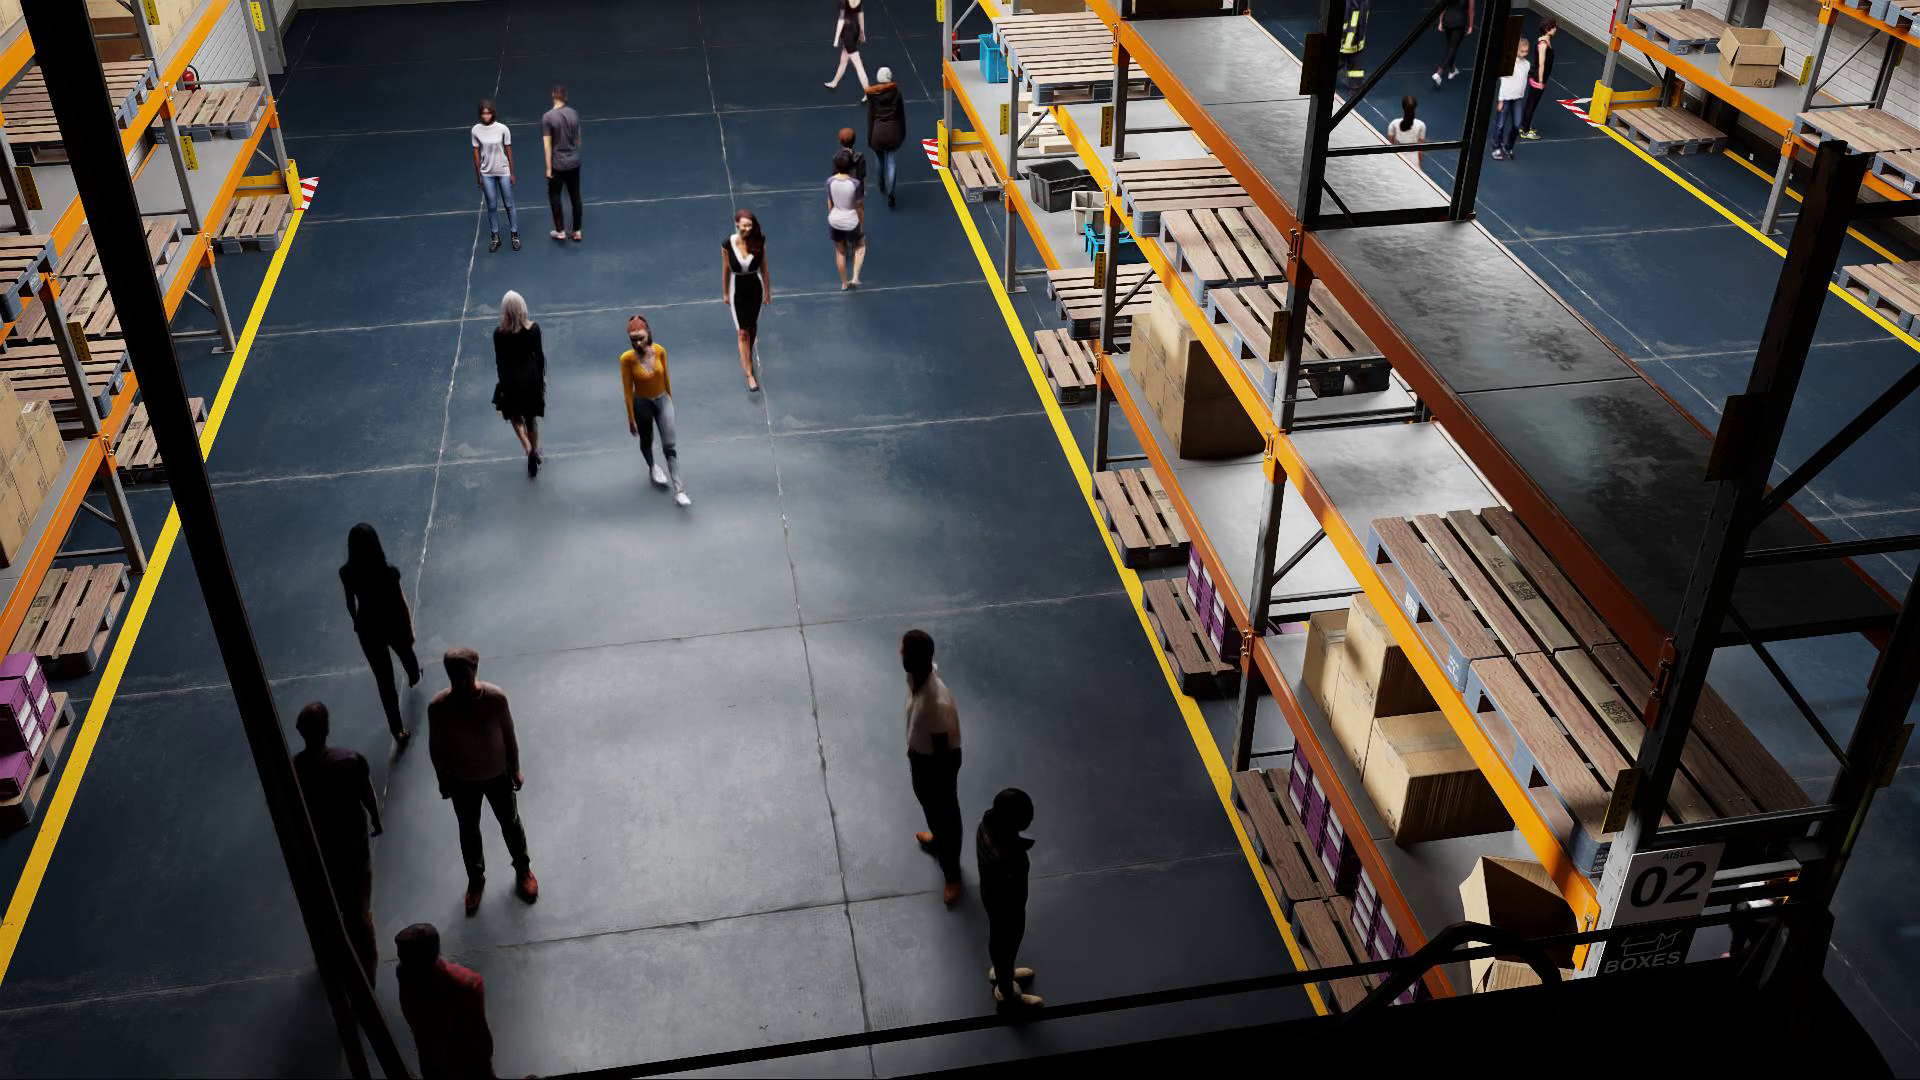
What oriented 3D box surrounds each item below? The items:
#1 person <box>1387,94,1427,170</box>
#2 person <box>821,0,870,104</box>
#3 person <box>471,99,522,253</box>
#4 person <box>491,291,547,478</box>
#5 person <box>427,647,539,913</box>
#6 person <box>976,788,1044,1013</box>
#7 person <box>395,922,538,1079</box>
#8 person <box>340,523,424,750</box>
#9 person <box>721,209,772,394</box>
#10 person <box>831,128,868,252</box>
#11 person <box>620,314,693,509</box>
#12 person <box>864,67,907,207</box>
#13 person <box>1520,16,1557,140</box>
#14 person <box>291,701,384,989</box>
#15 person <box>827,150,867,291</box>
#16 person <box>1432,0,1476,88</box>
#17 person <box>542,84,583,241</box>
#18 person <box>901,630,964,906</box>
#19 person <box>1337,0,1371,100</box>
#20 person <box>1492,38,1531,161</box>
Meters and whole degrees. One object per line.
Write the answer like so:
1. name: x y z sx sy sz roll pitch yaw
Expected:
1. person: 5.041 -4.247 18.922 0.654 1.642 0.658 9 35 13
2. person: -1.401 -6.803 22.635 1.124 1.788 1.127 17 37 24
3. person: -5.188 -4.083 18.603 0.585 1.721 0.528 -4 34 -6
4. person: -3.757 -1.301 14.406 0.741 1.734 0.796 -19 38 -26
5. person: -2.934 1.425 10.173 0.690 1.881 0.630 -9 35 -14
6. person: 0.242 2.055 9.424 0.650 1.659 0.589 9 35 13
7. person: -2.519 2.578 8.499 0.959 1.813 1.042 15 37 22
8. person: -3.978 0.693 11.436 0.596 1.700 1.055 -5 34 -7
9. person: -2.050 -2.354 15.974 0.665 1.752 1.152 -8 35 -12
10. person: -1.241 -3.875 18.542 0.606 1.443 0.726 1 34 1
11. person: -2.682 -1.140 14.197 0.864 1.697 1.234 -18 38 -25
12. person: -0.872 -4.751 19.726 0.711 1.590 1.055 -2 34 -3
13. person: 7.549 -6.054 21.722 0.663 1.552 0.544 6 34 9
14. person: -3.651 1.827 9.655 0.691 1.784 1.133 -9 35 -13
15. person: -1.236 -3.365 17.670 0.638 1.557 0.661 7 34 10
16. person: 6.914 -7.213 23.335 1.148 1.696 1.161 25 41 32
17. person: -4.459 -4.225 18.811 0.830 1.727 0.820 23 40 30
18. person: -0.099 1.403 10.263 0.908 1.816 0.534 -18 38 -25
19. person: 5.342 -7.071 22.998 0.988 1.832 1.188 -20 38 -27
20. person: 6.944 -5.604 21.054 0.554 1.541 0.613 0 34 0
